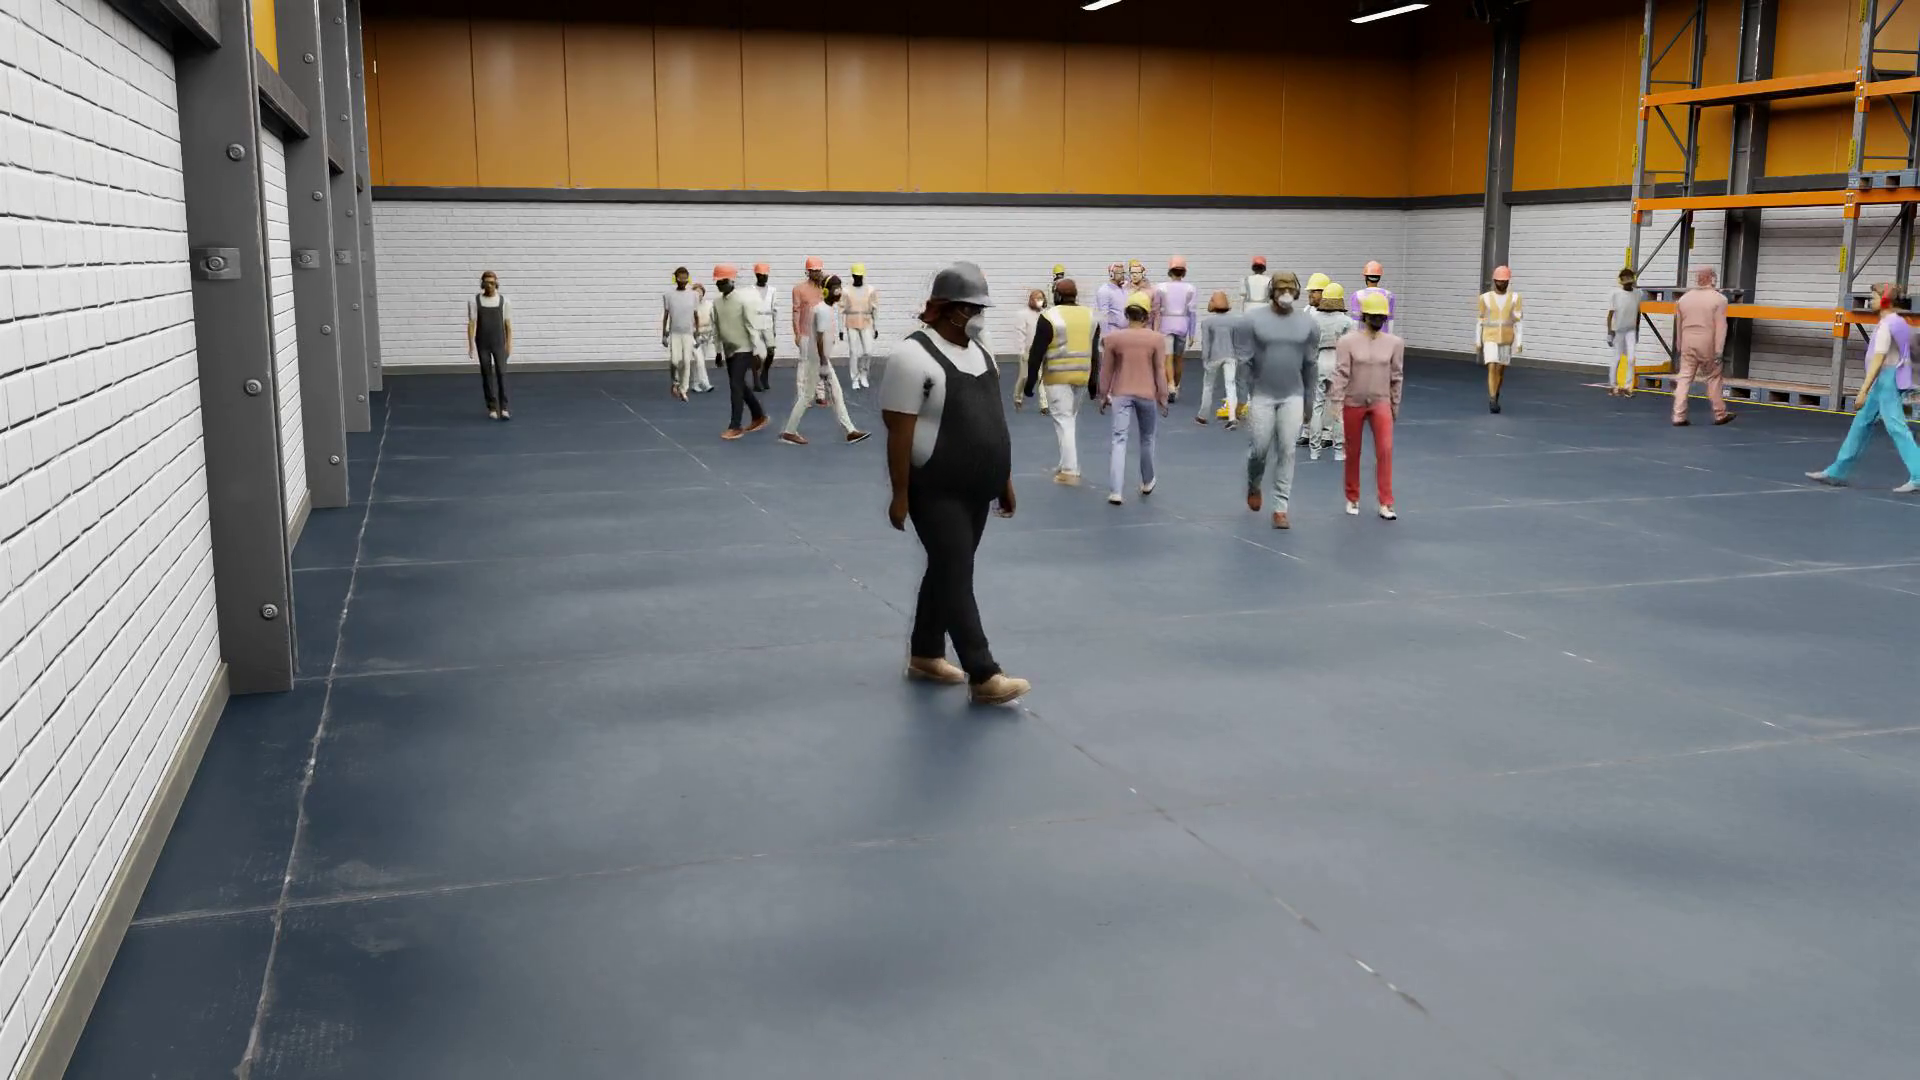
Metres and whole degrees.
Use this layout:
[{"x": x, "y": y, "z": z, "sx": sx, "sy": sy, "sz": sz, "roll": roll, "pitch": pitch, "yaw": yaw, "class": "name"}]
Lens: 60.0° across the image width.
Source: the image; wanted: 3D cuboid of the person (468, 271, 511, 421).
[{"x": -5.713, "y": -2.349, "z": 20.252, "sx": 0.519, "sy": 1.808, "sz": 0.886, "roll": -3, "pitch": 10, "yaw": -16, "class": "person"}]

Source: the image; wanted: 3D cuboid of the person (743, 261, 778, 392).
[{"x": -2.917, "y": -3.129, "z": 24.442, "sx": 0.548, "sy": 1.922, "sz": 0.419, "roll": -5, "pitch": 11, "yaw": -27, "class": "person"}]

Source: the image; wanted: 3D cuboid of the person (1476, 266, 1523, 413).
[{"x": 6.971, "y": -2.599, "z": 21.511, "sx": 0.560, "sy": 1.884, "sz": 1.037, "roll": 2, "pitch": 10, "yaw": 9, "class": "person"}]

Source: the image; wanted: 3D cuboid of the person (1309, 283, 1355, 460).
[{"x": 3.659, "y": -1.661, "z": 16.457, "sx": 0.487, "sy": 1.744, "sz": 0.312, "roll": 5, "pitch": 11, "yaw": 27, "class": "person"}]

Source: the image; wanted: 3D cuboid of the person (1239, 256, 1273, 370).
[{"x": 5.205, "y": -3.988, "z": 29.207, "sx": 0.622, "sy": 2.003, "sz": 1.026, "roll": 3, "pitch": 10, "yaw": 16, "class": "person"}]

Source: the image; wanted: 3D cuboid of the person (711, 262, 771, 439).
[{"x": -2.430, "y": -2.127, "z": 18.576, "sx": 0.650, "sy": 1.952, "sz": 0.858, "roll": 8, "pitch": 13, "yaw": 40, "class": "person"}]

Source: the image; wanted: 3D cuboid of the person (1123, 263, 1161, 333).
[{"x": 2.417, "y": -2.843, "z": 22.832, "sx": 0.654, "sy": 1.906, "sz": 0.408, "roll": 3, "pitch": 10, "yaw": 16, "class": "person"}]

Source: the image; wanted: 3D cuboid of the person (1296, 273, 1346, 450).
[{"x": 3.721, "y": -1.854, "z": 17.318, "sx": 0.404, "sy": 1.830, "sz": 0.600, "roll": -6, "pitch": 11, "yaw": -31, "class": "person"}]

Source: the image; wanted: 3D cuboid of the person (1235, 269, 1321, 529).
[{"x": 2.368, "y": -1.063, "z": 12.480, "sx": 0.643, "sy": 1.927, "sz": 0.618, "roll": 0, "pitch": 10, "yaw": -1, "class": "person"}]

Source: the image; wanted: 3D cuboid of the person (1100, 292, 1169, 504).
[{"x": 1.448, "y": -1.177, "z": 13.771, "sx": 0.569, "sy": 1.706, "sz": 0.956, "roll": 2, "pitch": 10, "yaw": 9, "class": "person"}]

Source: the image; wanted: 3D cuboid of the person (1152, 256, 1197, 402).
[{"x": 2.956, "y": -2.893, "z": 22.885, "sx": 0.609, "sy": 2.007, "sz": 1.023, "roll": -1, "pitch": 10, "yaw": -5, "class": "person"}]

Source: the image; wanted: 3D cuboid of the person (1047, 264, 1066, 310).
[{"x": 1.810, "y": -4.132, "z": 30.506, "sx": 0.600, "sy": 1.829, "sz": 0.404, "roll": -7, "pitch": 12, "yaw": -35, "class": "person"}]

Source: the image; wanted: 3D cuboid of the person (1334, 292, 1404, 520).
[{"x": 3.133, "y": -1.012, "z": 12.745, "sx": 0.545, "sy": 1.736, "sz": 0.811, "roll": 1, "pitch": 10, "yaw": 5, "class": "person"}]

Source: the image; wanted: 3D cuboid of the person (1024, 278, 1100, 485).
[{"x": 0.872, "y": -1.410, "z": 14.810, "sx": 0.649, "sy": 1.816, "sz": 0.747, "roll": -7, "pitch": 12, "yaw": -35, "class": "person"}]

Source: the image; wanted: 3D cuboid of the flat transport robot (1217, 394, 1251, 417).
[{"x": 3.725, "y": -1.703, "z": 20.962, "sx": 0.652, "sy": 0.197, "sz": 1.431, "roll": 4, "pitch": 11, "yaw": 22, "class": "flat transport robot"}]

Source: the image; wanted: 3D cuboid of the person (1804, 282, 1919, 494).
[{"x": 7.894, "y": -1.304, "z": 14.262, "sx": 1.009, "sy": 1.790, "sz": 0.582, "roll": 6, "pitch": 12, "yaw": 33, "class": "person"}]

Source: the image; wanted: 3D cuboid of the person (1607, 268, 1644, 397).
[{"x": 9.404, "y": -2.921, "z": 23.520, "sx": 0.537, "sy": 1.822, "sz": 0.821, "roll": 1, "pitch": 10, "yaw": 3, "class": "person"}]

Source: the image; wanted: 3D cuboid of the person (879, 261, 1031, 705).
[{"x": 0.039, "y": -0.287, "z": 7.644, "sx": 0.837, "sy": 2.000, "sz": 0.701, "roll": 7, "pitch": 12, "yaw": 34, "class": "person"}]

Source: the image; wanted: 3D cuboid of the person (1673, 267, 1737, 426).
[{"x": 8.837, "y": -2.279, "z": 19.691, "sx": 0.891, "sy": 1.864, "sz": 0.674, "roll": -7, "pitch": 12, "yaw": -34, "class": "person"}]

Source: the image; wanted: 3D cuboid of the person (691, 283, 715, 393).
[{"x": -3.755, "y": -2.919, "z": 24.168, "sx": 0.506, "sy": 1.584, "sz": 0.862, "roll": -7, "pitch": 12, "yaw": -34, "class": "person"}]

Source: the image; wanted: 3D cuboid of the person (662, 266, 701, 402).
[{"x": -3.844, "y": -2.840, "z": 22.931, "sx": 0.525, "sy": 1.857, "sz": 0.435, "roll": -3, "pitch": 10, "yaw": -15, "class": "person"}]

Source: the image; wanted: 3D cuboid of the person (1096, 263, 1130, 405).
[{"x": 2.107, "y": -2.775, "z": 22.438, "sx": 0.409, "sy": 1.906, "sz": 0.652, "roll": 7, "pitch": 12, "yaw": 35, "class": "person"}]

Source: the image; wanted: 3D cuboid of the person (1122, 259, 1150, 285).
[{"x": 3.280, "y": -4.307, "z": 31.270, "sx": 0.585, "sy": 1.919, "sz": 0.374, "roll": 0, "pitch": 10, "yaw": -1, "class": "person"}]

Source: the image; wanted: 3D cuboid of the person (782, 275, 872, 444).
[{"x": -1.431, "y": -1.896, "z": 17.645, "sx": 0.999, "sy": 1.797, "sz": 0.584, "roll": 2, "pitch": 10, "yaw": 11, "class": "person"}]

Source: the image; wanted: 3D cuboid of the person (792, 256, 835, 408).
[{"x": -1.935, "y": -2.750, "z": 22.035, "sx": 0.609, "sy": 1.996, "sz": 0.383, "roll": -7, "pitch": 12, "yaw": -34, "class": "person"}]

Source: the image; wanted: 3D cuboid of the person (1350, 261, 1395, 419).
[{"x": 5.040, "y": -2.445, "z": 20.433, "sx": 0.546, "sy": 1.939, "sz": 0.375, "roll": -1, "pitch": 10, "yaw": -4, "class": "person"}]

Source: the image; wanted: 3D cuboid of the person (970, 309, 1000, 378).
[{"x": 0.071, "y": -1.755, "z": 16.602, "sx": 1.023, "sy": 1.883, "sz": 0.651, "roll": -7, "pitch": 12, "yaw": -36, "class": "person"}]

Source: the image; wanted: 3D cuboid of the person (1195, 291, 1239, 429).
[{"x": 3.033, "y": -2.100, "z": 19.437, "sx": 0.495, "sy": 1.589, "sz": 0.871, "roll": -2, "pitch": 10, "yaw": -11, "class": "person"}]

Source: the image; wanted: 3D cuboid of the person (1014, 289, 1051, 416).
[{"x": 0.925, "y": -2.400, "z": 21.170, "sx": 0.512, "sy": 1.595, "sz": 0.850, "roll": -4, "pitch": 10, "yaw": -20, "class": "person"}]

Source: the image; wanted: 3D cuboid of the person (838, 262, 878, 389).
[{"x": -1.520, "y": -3.202, "z": 24.902, "sx": 0.624, "sy": 1.907, "sz": 0.426, "roll": -2, "pitch": 10, "yaw": -14, "class": "person"}]
